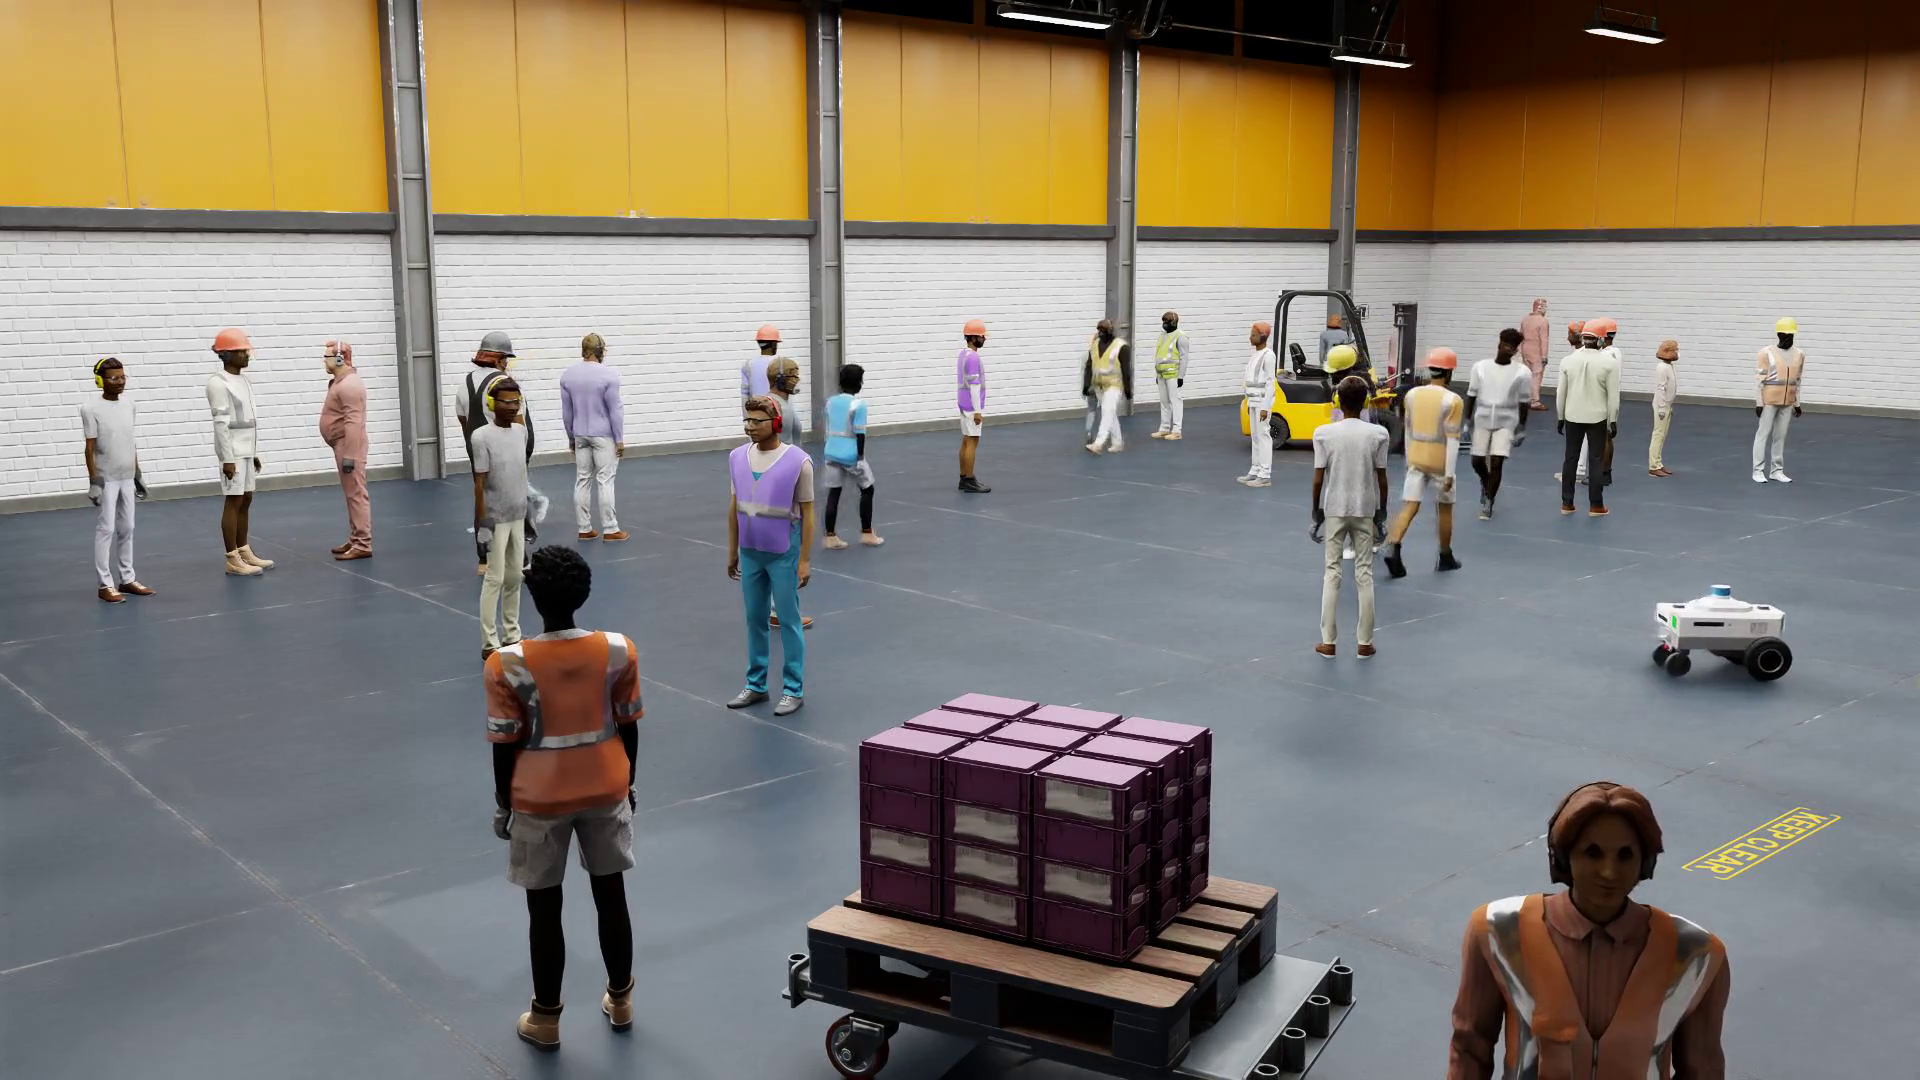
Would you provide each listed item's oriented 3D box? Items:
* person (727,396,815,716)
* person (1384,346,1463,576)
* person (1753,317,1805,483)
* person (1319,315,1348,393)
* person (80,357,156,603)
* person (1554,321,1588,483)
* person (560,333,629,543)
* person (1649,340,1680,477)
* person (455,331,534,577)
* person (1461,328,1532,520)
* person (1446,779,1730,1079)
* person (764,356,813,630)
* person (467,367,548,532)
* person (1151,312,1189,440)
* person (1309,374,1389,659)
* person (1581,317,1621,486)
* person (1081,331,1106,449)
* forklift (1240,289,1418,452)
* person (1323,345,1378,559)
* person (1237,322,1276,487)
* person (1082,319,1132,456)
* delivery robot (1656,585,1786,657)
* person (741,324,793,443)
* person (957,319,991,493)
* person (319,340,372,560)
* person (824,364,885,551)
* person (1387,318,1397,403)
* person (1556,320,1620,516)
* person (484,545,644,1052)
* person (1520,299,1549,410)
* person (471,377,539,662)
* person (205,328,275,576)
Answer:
[{"bbox_3d":[-1.093,0.082,9.624,0.570,1.844,0.377,5,11,29],"label":"person"},{"bbox_3d":[3.856,-0.642,13.734,0.897,1.908,0.556,-9,14,-44],"label":"person"},{"bbox_3d":[9.545,-1.625,19.381,0.587,1.928,0.382,-1,10,-9],"label":"person"},{"bbox_3d":[6.421,-3.049,28.580,0.498,1.634,0.279,3,10,17],"label":"person"},{"bbox_3d":[-6.465,-0.465,12.766,0.329,1.871,0.513,3,10,18],"label":"person"},{"bbox_3d":[7.196,-1.608,19.407,0.355,1.887,0.573,2,10,12],"label":"person"},{"bbox_3d":[-3.358,-0.930,15.302,0.627,1.934,0.371,4,10,21],"label":"person"},{"bbox_3d":[8.463,-1.579,19.964,0.278,1.636,0.505,6,11,32],"label":"person"},{"bbox_3d":[-3.769,-0.711,13.704,0.679,2.000,0.537,6,11,32],"label":"person"},{"bbox_3d":[5.409,-1.180,16.757,0.645,1.932,0.641,5,11,28],"label":"person"},{"bbox_3d":[1.221,1.265,3.295,0.515,1.645,0.308,3,10,15],"label":"person"},{"bbox_3d":[-1.272,-0.337,11.809,0.355,1.938,0.637,-3,10,-18],"label":"person"},{"bbox_3d":[-4.390,-0.944,15.999,0.722,1.720,0.491,-9,13,-43],"label":"person"},{"bbox_3d":[3.017,-2.365,23.970,0.429,1.840,0.636,-5,11,-28],"label":"person"},{"bbox_3d":[2.553,-0.149,10.913,0.507,1.872,0.329,2,10,9],"label":"person"},{"bbox_3d":[7.391,-1.589,19.149,0.355,1.934,0.553,6,11,32],"label":"person"},{"bbox_3d":[1.912,-2.045,22.737,0.506,1.622,0.390,3,10,16],"label":"person"},{"bbox_3d":[5.034,-2.339,22.783,2.313,2.155,1.214,3,10,16],"label":"forklift"},{"bbox_3d":[3.403,-0.761,14.480,0.490,1.877,0.703,4,11,23],"label":"person"},{"bbox_3d":[3.432,-1.551,19.095,0.356,1.880,0.572,-1,10,-8],"label":"person"},{"bbox_3d":[1.919,-2.026,22.133,0.937,1.788,0.622,-9,13,-44],"label":"person"},{"bbox_3d":[4.802,0.528,10.519,0.707,0.478,0.477,1,10,5],"label":"delivery robot"},{"bbox_3d":[-1.983,-1.256,17.206,0.548,1.934,0.375,2,10,14],"label":"person"},{"bbox_3d":[0.157,-1.498,18.612,0.356,1.936,0.551,-2,10,-12],"label":"person"},{"bbox_3d":[-5.359,-0.781,14.502,0.400,1.910,0.643,-4,10,-21],"label":"person"},{"bbox_3d":[-0.953,-0.745,14.956,0.551,1.667,0.687,9,13,41],"label":"person"},{"bbox_3d":[6.893,-2.690,26.101,0.329,1.765,0.526,-2,10,-11],"label":"person"},{"bbox_3d":[6.393,-1.240,16.935,0.619,1.992,0.396,8,12,38],"label":"person"},{"bbox_3d":[-1.307,0.853,5.545,0.535,1.700,0.318,-6,11,-31],"label":"person"},{"bbox_3d":[9.896,-3.179,28.556,0.400,1.903,0.644,-3,10,-17],"label":"person"},{"bbox_3d":[-2.937,-0.125,10.784,0.317,1.865,0.523,4,11,24],"label":"person"},{"bbox_3d":[-5.972,-0.729,13.791,0.365,2.048,0.608,-1,10,-3],"label":"person"}]
